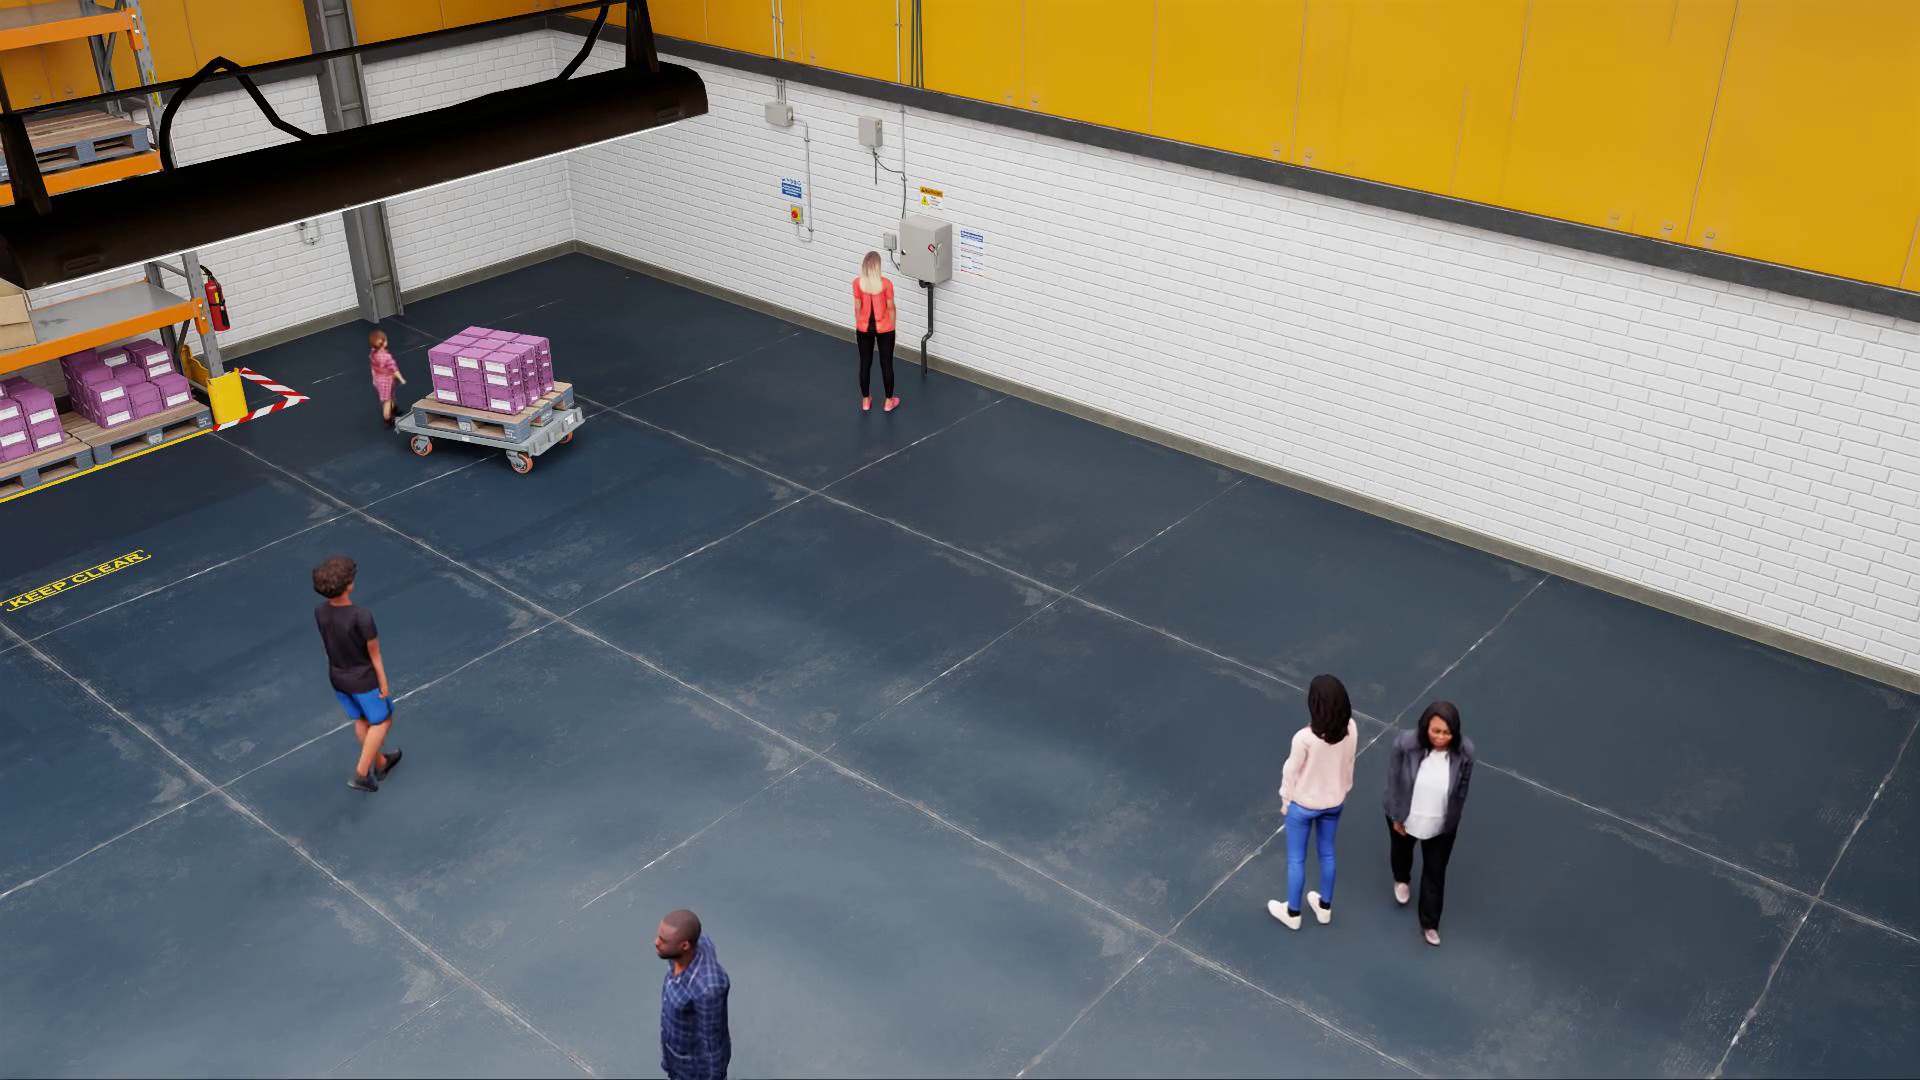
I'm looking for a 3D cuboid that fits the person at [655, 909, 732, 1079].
[{"bbox_3d":[-1.235,2.561,8.293,0.834,1.810,0.811,-11,31,-20],"label":"person"}]

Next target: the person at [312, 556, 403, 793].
[{"bbox_3d":[-4.131,0.962,11.254,0.815,1.783,0.990,8,30,14],"label":"person"}]

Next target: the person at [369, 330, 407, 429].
[{"bbox_3d":[-5.828,-1.602,16.759,0.492,1.012,0.618,14,32,24],"label":"person"}]

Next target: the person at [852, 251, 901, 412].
[{"bbox_3d":[-0.870,-2.141,17.035,0.675,1.693,0.683,6,29,11],"label":"person"}]

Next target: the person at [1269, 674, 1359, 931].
[{"bbox_3d":[2.166,1.597,10.109,0.672,1.765,0.784,-9,30,-16],"label":"person"}]

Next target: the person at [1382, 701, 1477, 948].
[{"bbox_3d":[2.841,1.639,10.246,0.942,1.560,1.094,5,29,10],"label":"person"}]
